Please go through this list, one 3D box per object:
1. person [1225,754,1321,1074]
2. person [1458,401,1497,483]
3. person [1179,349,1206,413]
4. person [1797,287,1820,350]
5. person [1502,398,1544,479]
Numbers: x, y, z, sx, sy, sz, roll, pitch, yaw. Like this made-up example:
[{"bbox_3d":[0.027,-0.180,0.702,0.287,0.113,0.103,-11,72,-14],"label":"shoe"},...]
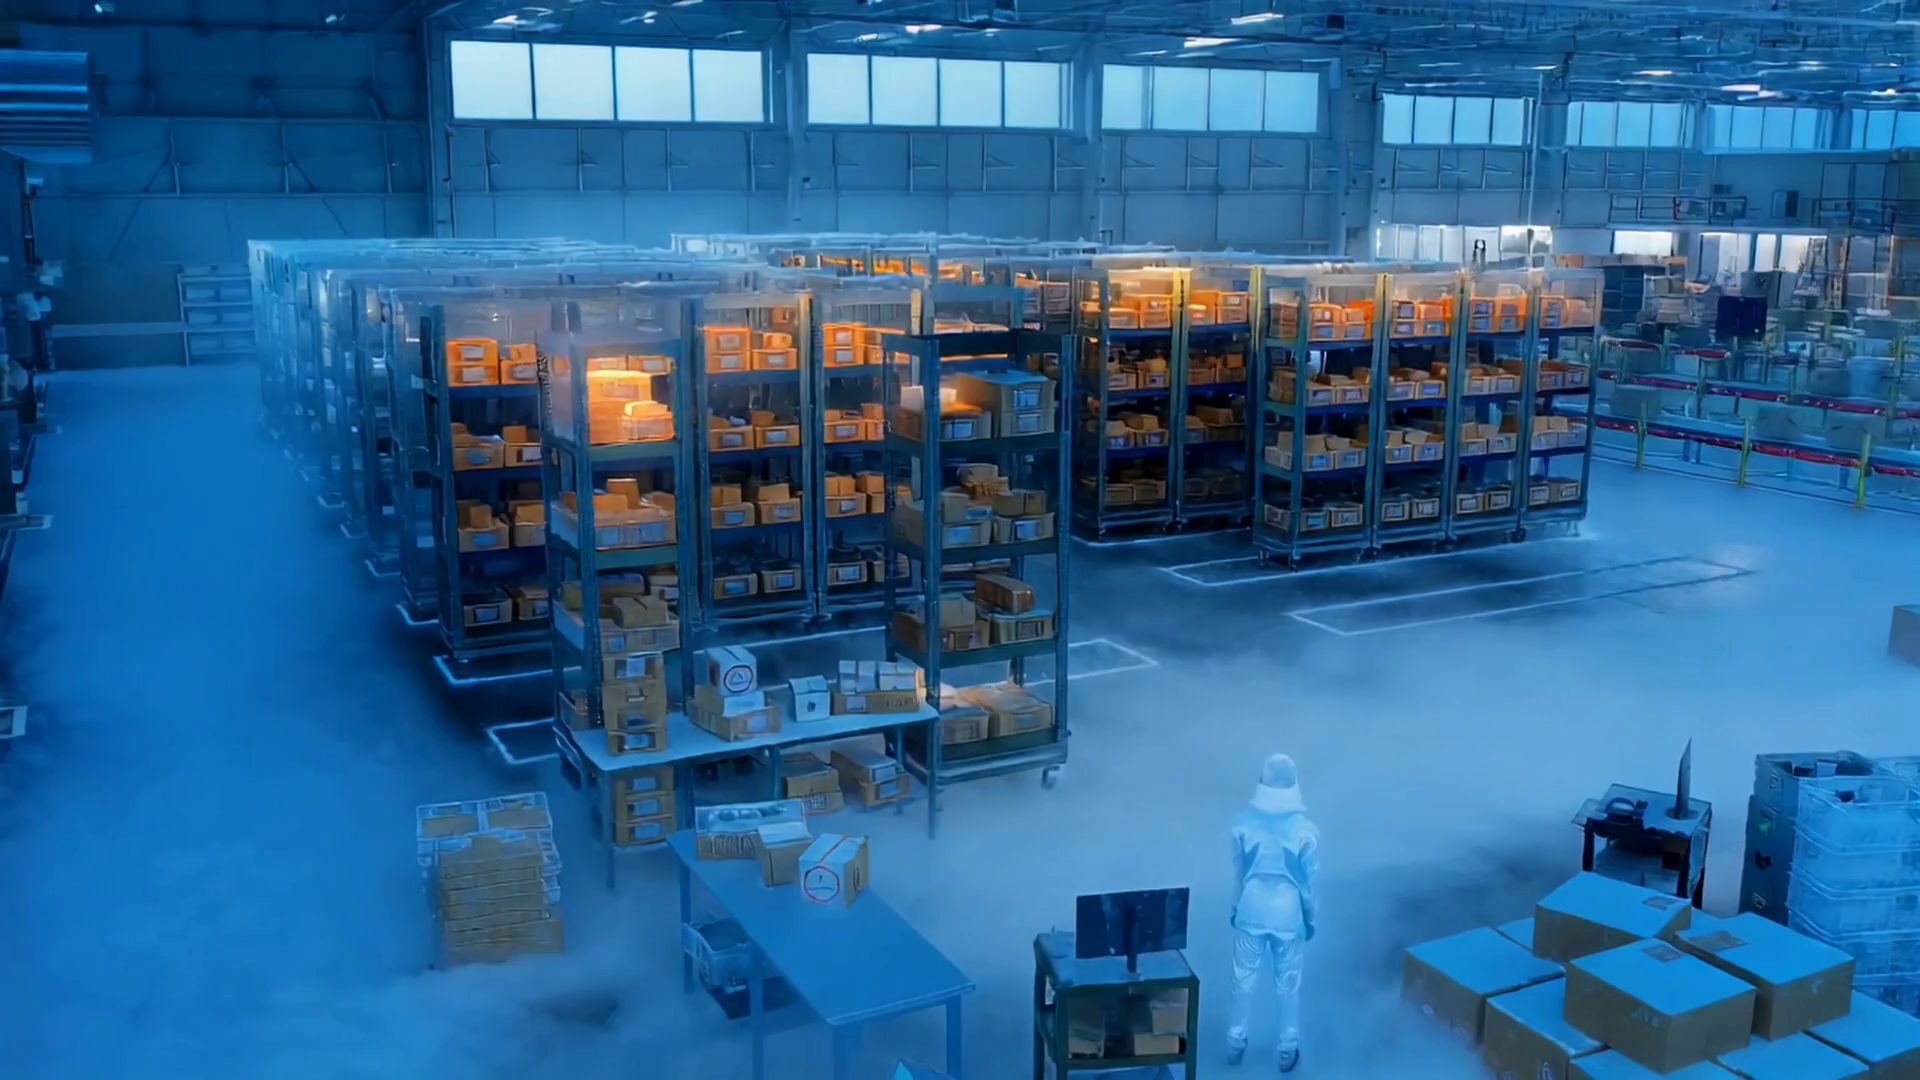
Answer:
[{"bbox_3d":[1.669,1.989,8.913,0.485,1.735,0.343,4,13,16],"label":"person"},{"bbox_3d":[8.195,-1.809,26.353,0.666,1.874,0.814,-1,12,-6],"label":"person"},{"bbox_3d":[4.556,-3.270,32.962,0.616,1.968,0.809,-4,13,-18],"label":"person"},{"bbox_3d":[24.498,-6.416,48.057,0.570,1.813,0.988,1,12,5],"label":"person"},{"bbox_3d":[8.923,-1.798,26.432,0.609,1.808,0.487,3,13,15],"label":"person"}]
